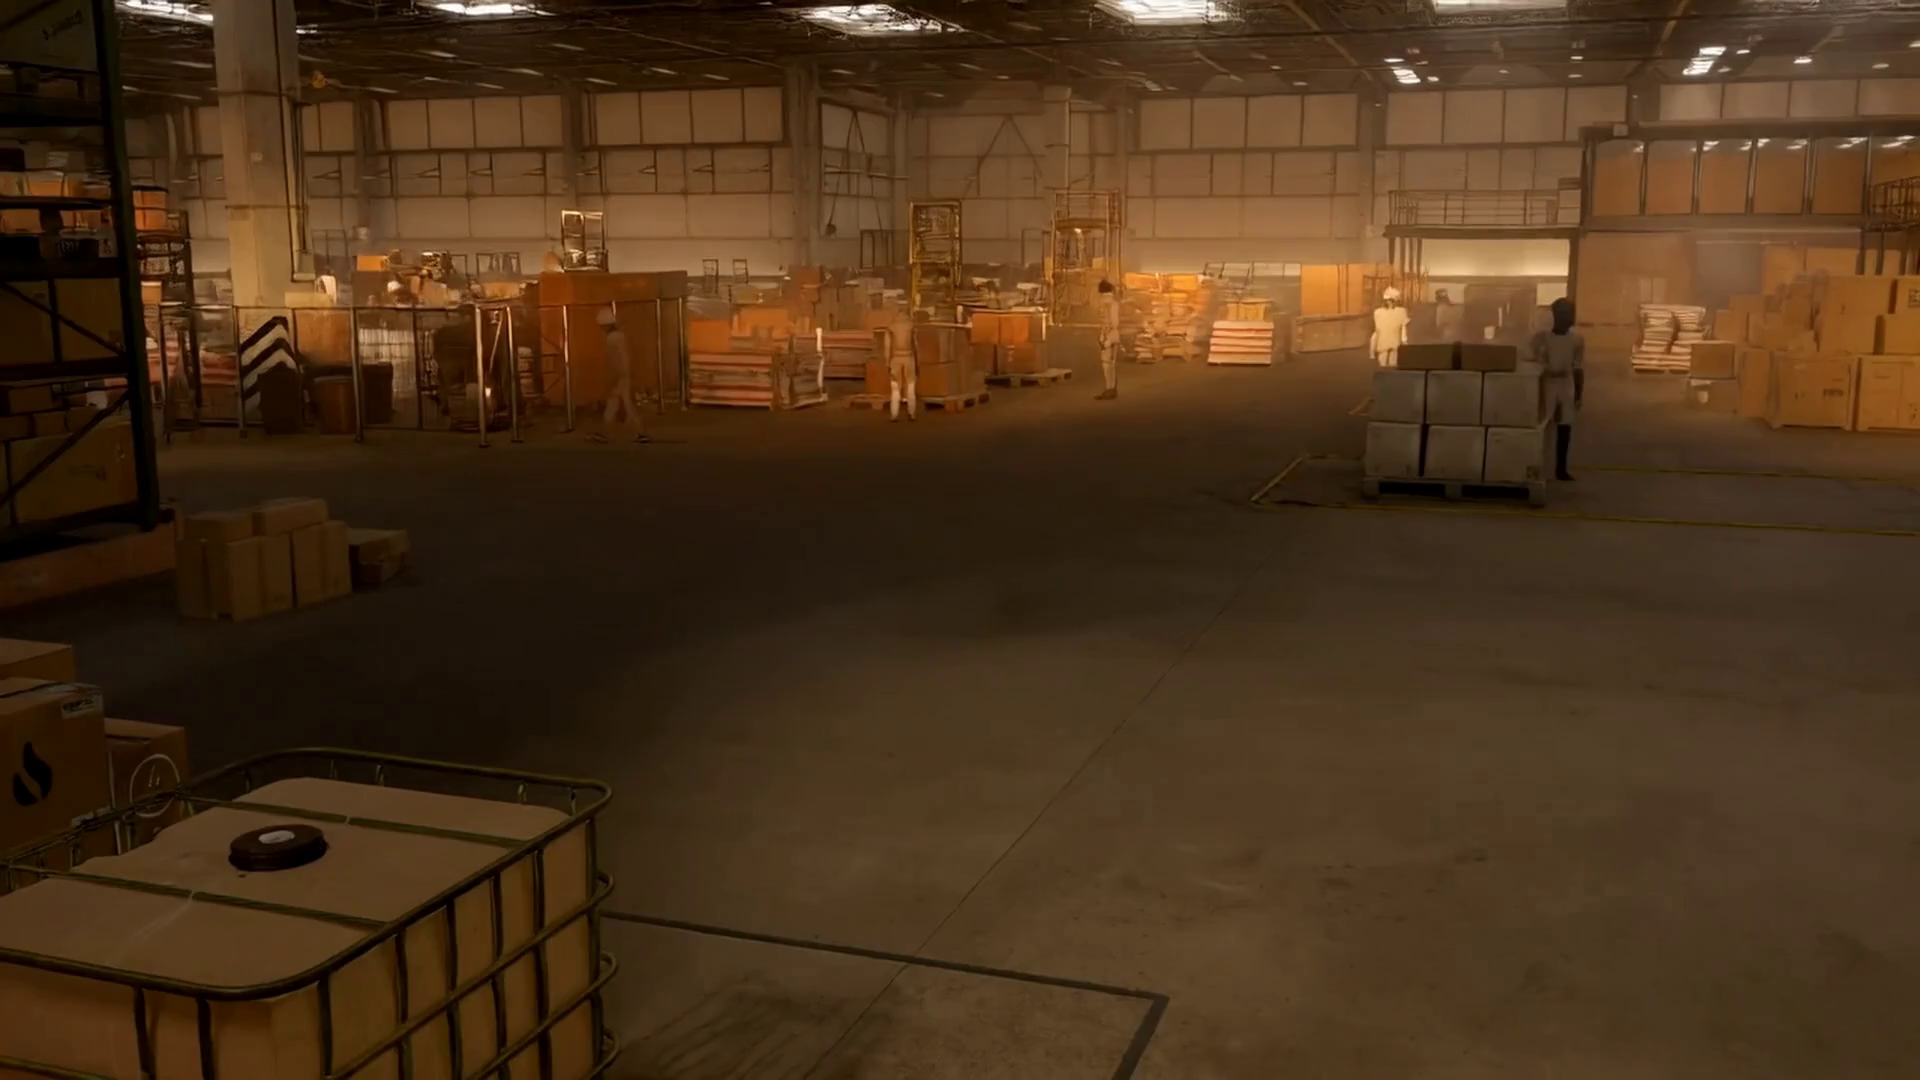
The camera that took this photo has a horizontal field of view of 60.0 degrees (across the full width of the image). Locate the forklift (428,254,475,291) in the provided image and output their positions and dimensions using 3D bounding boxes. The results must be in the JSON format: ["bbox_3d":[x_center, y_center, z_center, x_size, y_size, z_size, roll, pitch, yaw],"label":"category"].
[{"bbox_3d":[-20.133,-10.254,65.465,1.157,1.987,2.680,3,11,19],"label":"forklift"}]

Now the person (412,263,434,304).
[{"bbox_3d":[-13.811,-6.086,42.731,0.609,2.035,0.404,2,10,13],"label":"person"}]

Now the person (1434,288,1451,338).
[{"bbox_3d":[8.609,-3.647,29.862,0.481,1.725,0.503,9,13,40],"label":"person"}]

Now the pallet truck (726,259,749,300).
[{"bbox_3d":[-7.986,-9.493,62.019,0.823,1.965,1.885,3,11,17],"label":"pallet truck"}]

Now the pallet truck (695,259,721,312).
[{"bbox_3d":[-9.165,-9.627,62.776,0.823,1.965,1.885,4,11,23],"label":"pallet truck"}]

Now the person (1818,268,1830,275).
[{"bbox_3d":[18.793,-4.929,36.325,0.378,1.995,0.609,-9,14,-42],"label":"person"}]

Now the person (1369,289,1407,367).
[{"bbox_3d":[6.664,-2.983,25.871,0.533,1.823,0.950,4,11,22],"label":"person"}]

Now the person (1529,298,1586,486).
[{"bbox_3d":[6.223,-1.530,17.321,0.618,1.954,0.488,-1,10,-5],"label":"person"}]

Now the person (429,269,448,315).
[{"bbox_3d":[-12.807,-5.665,40.681,0.629,1.916,0.587,6,12,32],"label":"person"}]

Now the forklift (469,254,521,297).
[{"bbox_3d":[-17.990,-10.121,64.684,1.157,1.987,2.680,3,11,17],"label":"forklift"}]

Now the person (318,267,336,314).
[{"bbox_3d":[-17.677,-6.663,46.390,0.396,1.899,0.644,3,11,19],"label":"person"}]

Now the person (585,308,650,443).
[{"bbox_3d":[-4.317,-2.046,20.858,0.859,1.708,0.543,-2,10,-9],"label":"person"}]

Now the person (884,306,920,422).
[{"bbox_3d":[-0.816,-2.495,23.623,0.520,1.640,0.308,-1,10,-5],"label":"person"}]

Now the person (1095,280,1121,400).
[{"bbox_3d":[2.382,-3.234,26.964,0.374,1.929,0.542,5,11,28],"label":"person"}]
